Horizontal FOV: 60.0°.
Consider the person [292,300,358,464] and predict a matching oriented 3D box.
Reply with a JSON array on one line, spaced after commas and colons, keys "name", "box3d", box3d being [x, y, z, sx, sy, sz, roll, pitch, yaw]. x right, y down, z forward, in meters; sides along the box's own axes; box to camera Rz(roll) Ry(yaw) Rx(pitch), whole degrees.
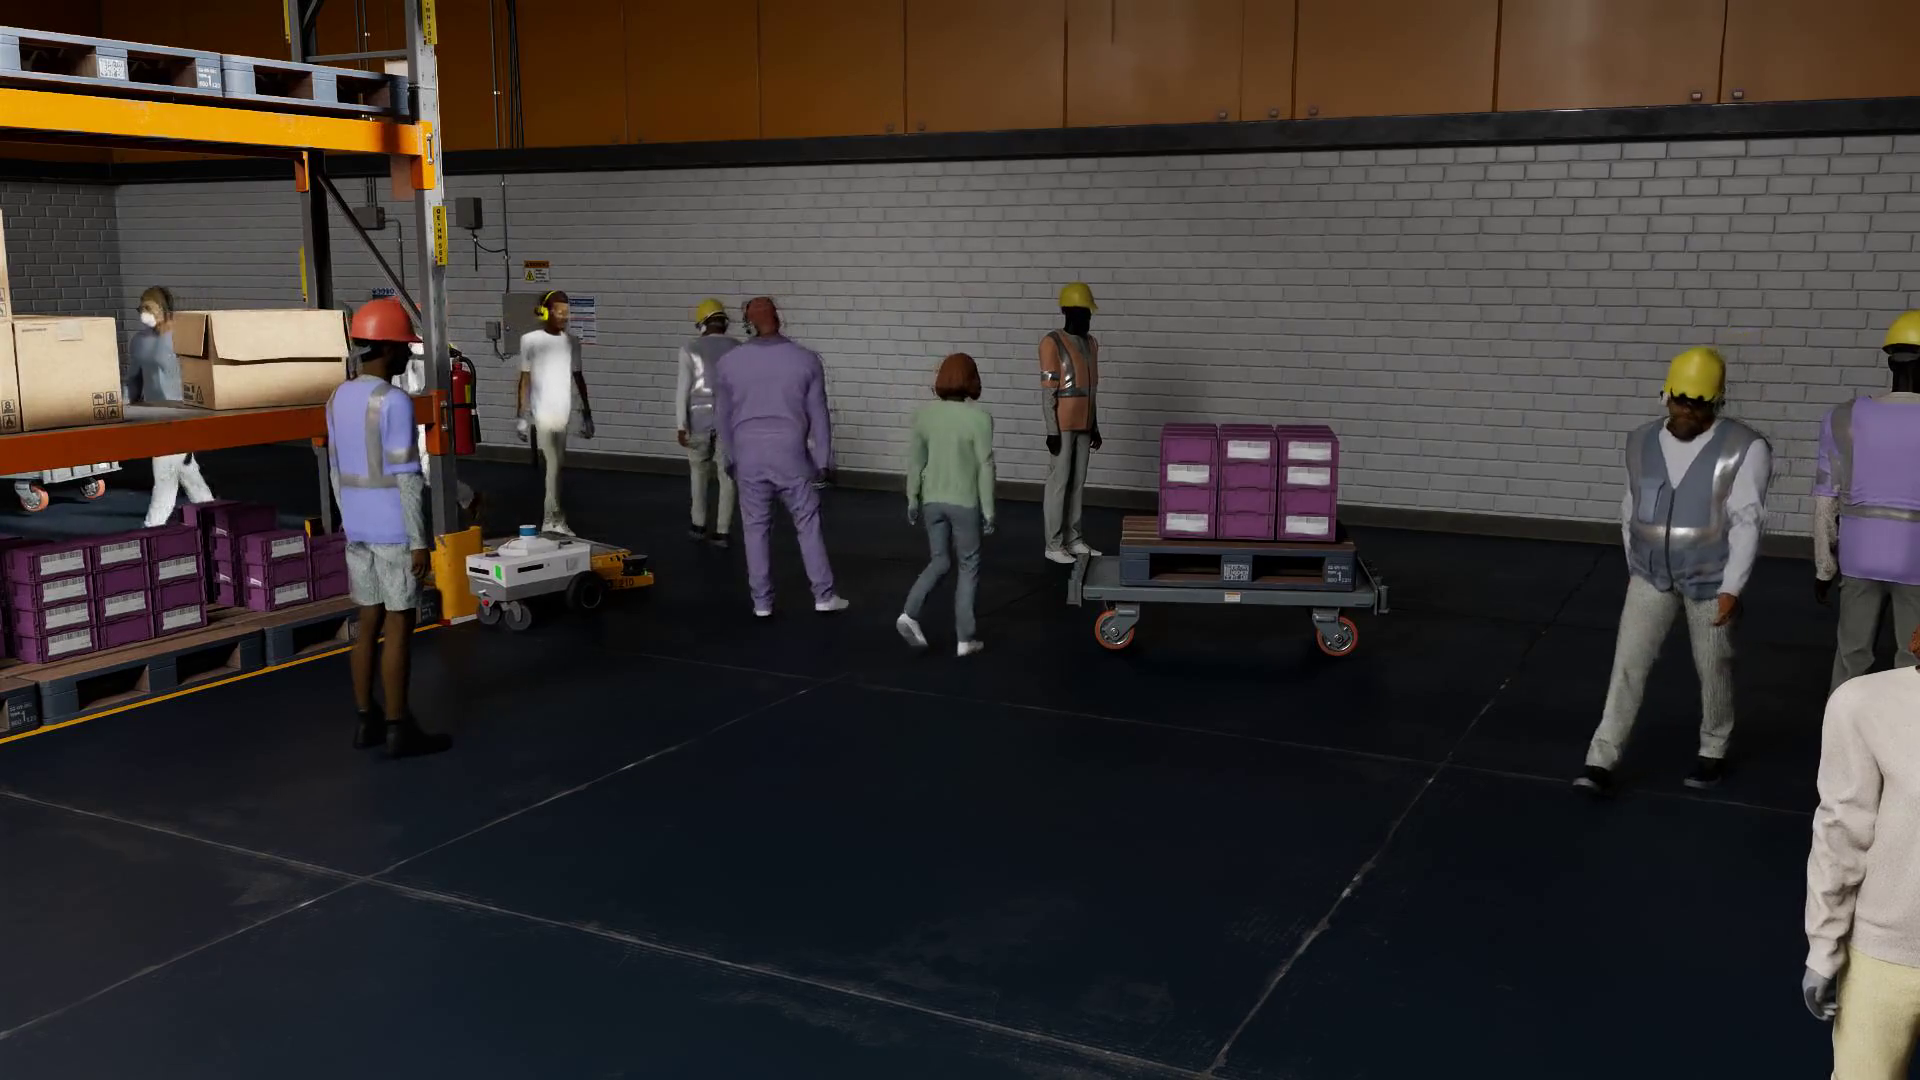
[{"name": "person", "box3d": [-6.406, -1.730, 16.808, 0.627, 1.934, 0.371, -2, 10, -11]}]

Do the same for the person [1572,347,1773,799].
[{"name": "person", "box3d": [2.791, 0.142, 6.430, 0.582, 1.768, 0.898, 9, 13, 43]}]

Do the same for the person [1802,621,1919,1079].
[{"name": "person", "box3d": [1.831, 0.794, 3.080, 0.497, 1.629, 0.277, 4, 11, 22]}]

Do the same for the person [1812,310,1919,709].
[{"name": "person", "box3d": [3.510, 0.103, 6.240, 0.382, 1.917, 0.585, -9, 13, -43]}]

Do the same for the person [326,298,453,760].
[{"name": "person", "box3d": [-2.415, -0.048, 7.061, 0.551, 1.933, 0.377, 8, 13, 38]}]

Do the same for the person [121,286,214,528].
[{"name": "person", "box3d": [-5.559, -0.794, 11.521, 0.643, 1.886, 1.028, 6, 11, 31]}]

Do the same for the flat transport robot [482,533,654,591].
[{"name": "flat transport robot", "box3d": [-2.648, 0.141, 10.774, 0.652, 0.197, 1.431, -9, 13, -42]}]

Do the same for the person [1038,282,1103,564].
[{"name": "person", "box3d": [0.778, -0.808, 11.477, 0.360, 1.930, 0.587, 8, 12, 37]}]

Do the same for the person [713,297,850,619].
[{"name": "person", "box3d": [-1.030, -0.470, 9.704, 0.801, 1.873, 0.398, 0, 10, 2]}]

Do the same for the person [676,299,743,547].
[{"name": "person", "box3d": [-1.817, -0.863, 12.220, 0.607, 1.777, 0.801, -4, 11, -21]}]

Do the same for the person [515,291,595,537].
[{"name": "person", "box3d": [-2.932, -0.906, 12.277, 0.692, 1.844, 0.545, 9, 13, 41]}]

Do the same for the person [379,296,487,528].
[{"name": "person", "box3d": [-3.882, -0.860, 12.075, 0.599, 1.841, 0.909, 9, 14, 43]}]

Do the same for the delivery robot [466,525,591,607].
[{"name": "delivery robot", "box3d": [-2.484, 0.155, 9.602, 0.477, 0.478, 0.707, 8, 12, 38]}]

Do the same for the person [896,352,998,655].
[{"name": "person", "box3d": [-0.083, -0.170, 8.696, 0.544, 1.611, 0.503, 6, 12, 33]}]
